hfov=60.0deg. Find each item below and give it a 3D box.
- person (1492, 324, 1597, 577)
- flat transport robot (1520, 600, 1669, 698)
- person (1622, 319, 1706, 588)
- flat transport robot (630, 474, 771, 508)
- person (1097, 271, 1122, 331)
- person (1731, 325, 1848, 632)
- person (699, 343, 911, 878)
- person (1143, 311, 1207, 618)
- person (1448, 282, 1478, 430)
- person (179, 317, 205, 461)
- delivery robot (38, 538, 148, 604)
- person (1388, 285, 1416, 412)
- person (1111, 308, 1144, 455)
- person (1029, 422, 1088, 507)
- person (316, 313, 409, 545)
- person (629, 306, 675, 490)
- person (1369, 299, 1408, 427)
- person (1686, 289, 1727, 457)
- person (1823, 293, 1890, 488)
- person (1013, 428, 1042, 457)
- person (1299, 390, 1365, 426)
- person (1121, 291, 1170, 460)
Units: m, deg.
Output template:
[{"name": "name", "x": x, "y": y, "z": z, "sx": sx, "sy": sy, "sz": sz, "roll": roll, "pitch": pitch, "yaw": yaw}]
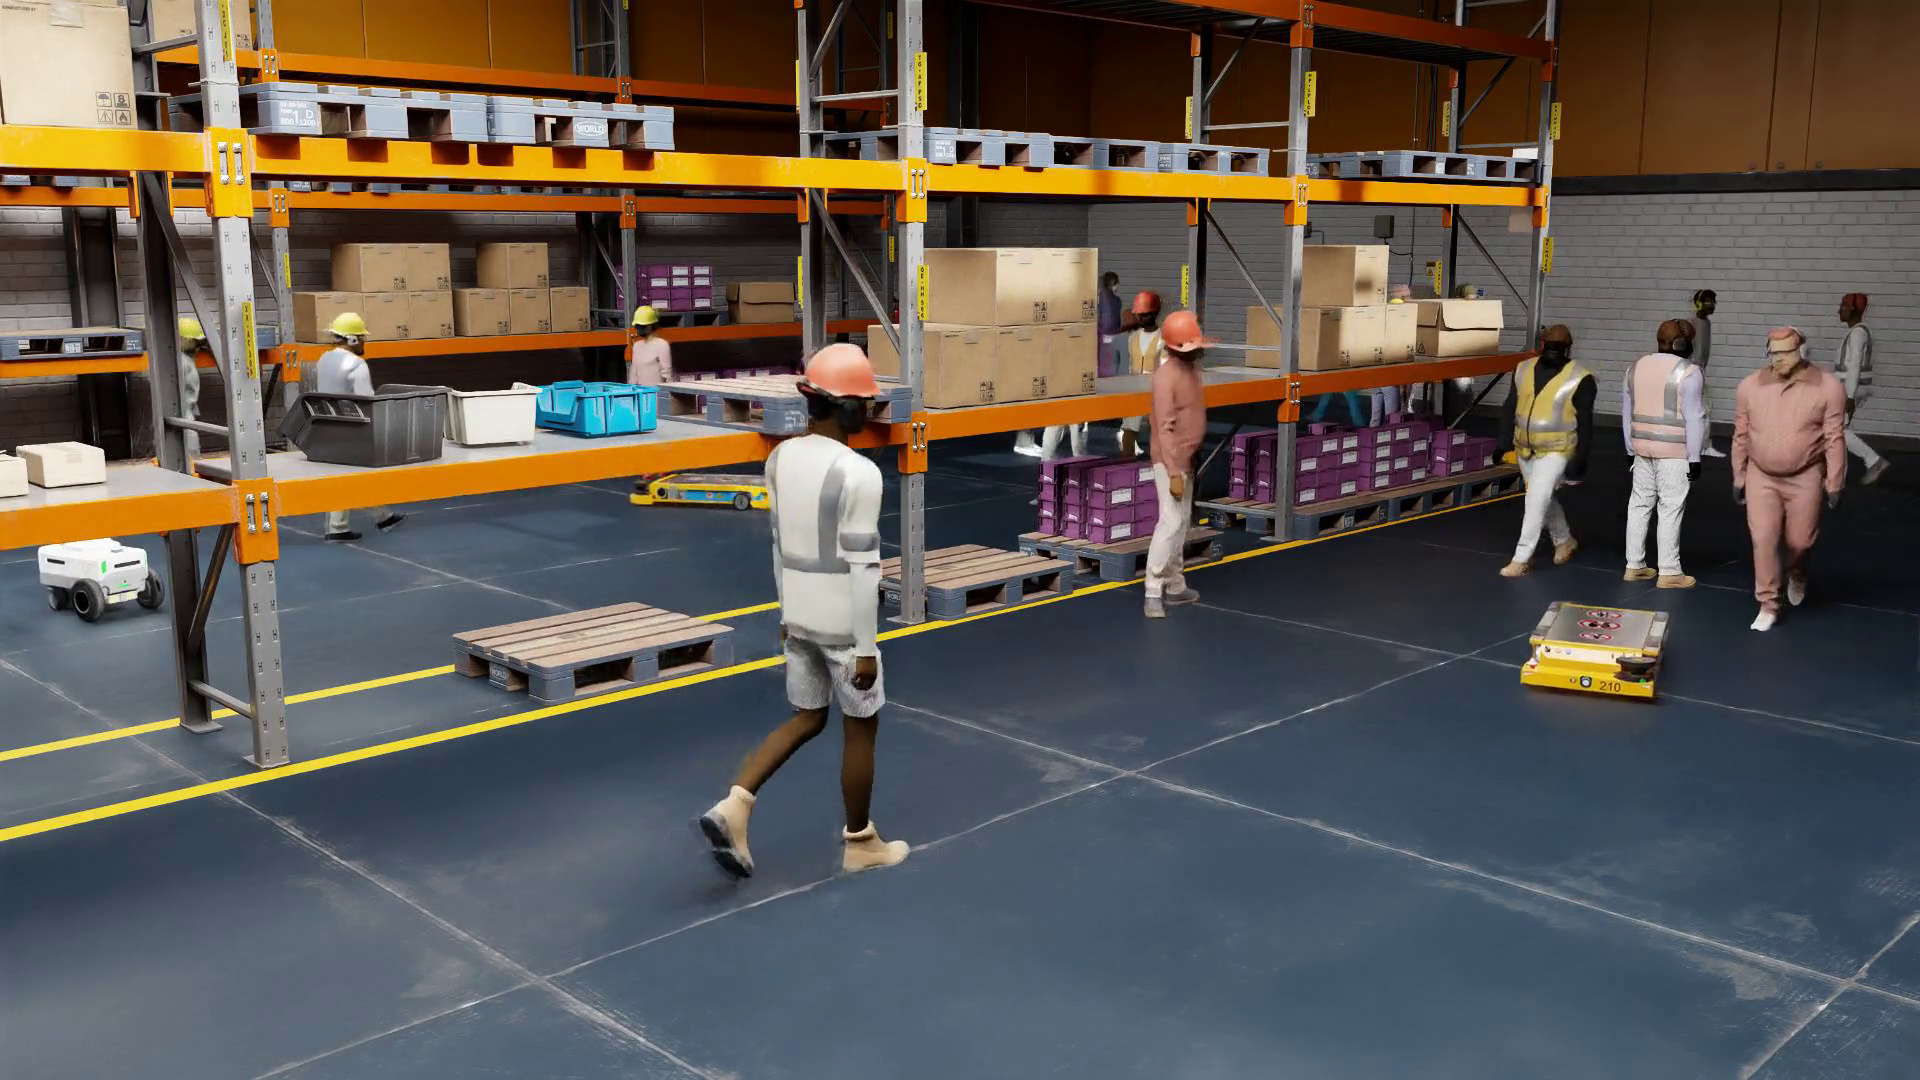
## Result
[{"name": "person", "x": 4.232, "y": -0.657, "z": 11.933, "sx": 0.932, "sy": 1.799, "sz": 0.642, "roll": -7, "pitch": 13, "yaw": -35}, {"name": "flat transport robot", "x": 3.573, "y": 0.583, "z": 9.292, "sx": 0.652, "sy": 0.197, "sz": 1.431, "roll": 5, "pitch": 12, "yaw": 25}, {"name": "person", "x": 4.852, "y": -0.595, "z": 11.439, "sx": 0.429, "sy": 1.840, "sz": 0.636, "roll": -5, "pitch": 11, "yaw": -25}, {"name": "flat transport robot", "x": -2.165, "y": -0.449, "z": 14.924, "sx": 1.431, "sy": 0.197, "sz": 0.652, "roll": 2, "pitch": 11, "yaw": 11}, {"name": "person", "x": 1.960, "y": -2.705, "z": 22.715, "sx": 0.603, "sy": 1.925, "sz": 0.651, "roll": 9, "pitch": 14, "yaw": 41}, {"name": "person", "x": 5.126, "y": -0.397, "z": 10.296, "sx": 0.648, "sy": 1.872, "sz": 0.770, "roll": 7, "pitch": 13, "yaw": 35}, {"name": "person", "x": -0.548, "y": 0.298, "z": 6.078, "sx": 0.767, "sy": 2.027, "sz": 0.613, "roll": -9, "pitch": 14, "yaw": -41}, {"name": "person", "x": 1.409, "y": -0.492, "z": 10.622, "sx": 0.386, "sy": 1.945, "sz": 0.736, "roll": 5, "pitch": 11, "yaw": 24}, {"name": "person", "x": 5.223, "y": -1.730, "z": 17.412, "sx": 0.460, "sy": 1.915, "sz": 0.728, "roll": 7, "pitch": 12, "yaw": 32}, {"name": "person", "x": -6.728, "y": -1.040, "z": 14.203, "sx": 0.649, "sy": 1.712, "sz": 0.501, "roll": -5, "pitch": 11, "yaw": -25}, {"name": "delivery robot", "x": -5.543, "y": 0.150, "z": 10.625, "sx": 0.707, "sy": 0.478, "sz": 0.477, "roll": 6, "pitch": 12, "yaw": 28}, {"name": "person", "x": 4.811, "y": -1.821, "z": 18.078, "sx": 0.539, "sy": 1.866, "sz": 0.696, "roll": 2, "pitch": 11, "yaw": 9}, {"name": "person", "x": 1.842, "y": -1.713, "z": 18.116, "sx": 0.531, "sy": 1.614, "sz": 0.480, "roll": 9, "pitch": 14, "yaw": 40}, {"name": "person", "x": 0.884, "y": -1.074, "z": 14.637, "sx": 0.546, "sy": 1.609, "sz": 0.699, "roll": 9, "pitch": 14, "yaw": 41}, {"name": "person", "x": -4.703, "y": -0.889, "z": 13.157, "sx": 0.610, "sy": 1.793, "sz": 0.846, "roll": 10, "pitch": 14, "yaw": 42}, {"name": "person", "x": -2.974, "y": -1.331, "z": 15.712, "sx": 0.561, "sy": 1.734, "sz": 0.668, "roll": 10, "pitch": 14, "yaw": 43}, {"name": "person", "x": 4.370, "y": -1.562, "z": 16.916, "sx": 0.329, "sy": 1.765, "sz": 0.526, "roll": -5, "pitch": 11, "yaw": -24}, {"name": "person", "x": 7.996, "y": -1.844, "z": 18.301, "sx": 0.527, "sy": 1.834, "sz": 0.908, "roll": -8, "pitch": 13, "yaw": -39}, {"name": "person", "x": 8.471, "y": -1.396, "z": 15.726, "sx": 0.535, "sy": 1.865, "sz": 0.597, "roll": 5, "pitch": 12, "yaw": 26}, {"name": "person", "x": 0.796, "y": -1.891, "z": 18.279, "sx": 0.471, "sy": 1.927, "sz": 0.756, "roll": 0, "pitch": 10, "yaw": -2}, {"name": "person", "x": 4.636, "y": -2.244, "z": 20.552, "sx": 0.973, "sy": 1.795, "sz": 0.575, "roll": 7, "pitch": 13, "yaw": 35}, {"name": "person", "x": 1.621, "y": -1.241, "z": 14.750, "sx": 0.545, "sy": 1.914, "sz": 0.726, "roll": 9, "pitch": 13, "yaw": 39}]
